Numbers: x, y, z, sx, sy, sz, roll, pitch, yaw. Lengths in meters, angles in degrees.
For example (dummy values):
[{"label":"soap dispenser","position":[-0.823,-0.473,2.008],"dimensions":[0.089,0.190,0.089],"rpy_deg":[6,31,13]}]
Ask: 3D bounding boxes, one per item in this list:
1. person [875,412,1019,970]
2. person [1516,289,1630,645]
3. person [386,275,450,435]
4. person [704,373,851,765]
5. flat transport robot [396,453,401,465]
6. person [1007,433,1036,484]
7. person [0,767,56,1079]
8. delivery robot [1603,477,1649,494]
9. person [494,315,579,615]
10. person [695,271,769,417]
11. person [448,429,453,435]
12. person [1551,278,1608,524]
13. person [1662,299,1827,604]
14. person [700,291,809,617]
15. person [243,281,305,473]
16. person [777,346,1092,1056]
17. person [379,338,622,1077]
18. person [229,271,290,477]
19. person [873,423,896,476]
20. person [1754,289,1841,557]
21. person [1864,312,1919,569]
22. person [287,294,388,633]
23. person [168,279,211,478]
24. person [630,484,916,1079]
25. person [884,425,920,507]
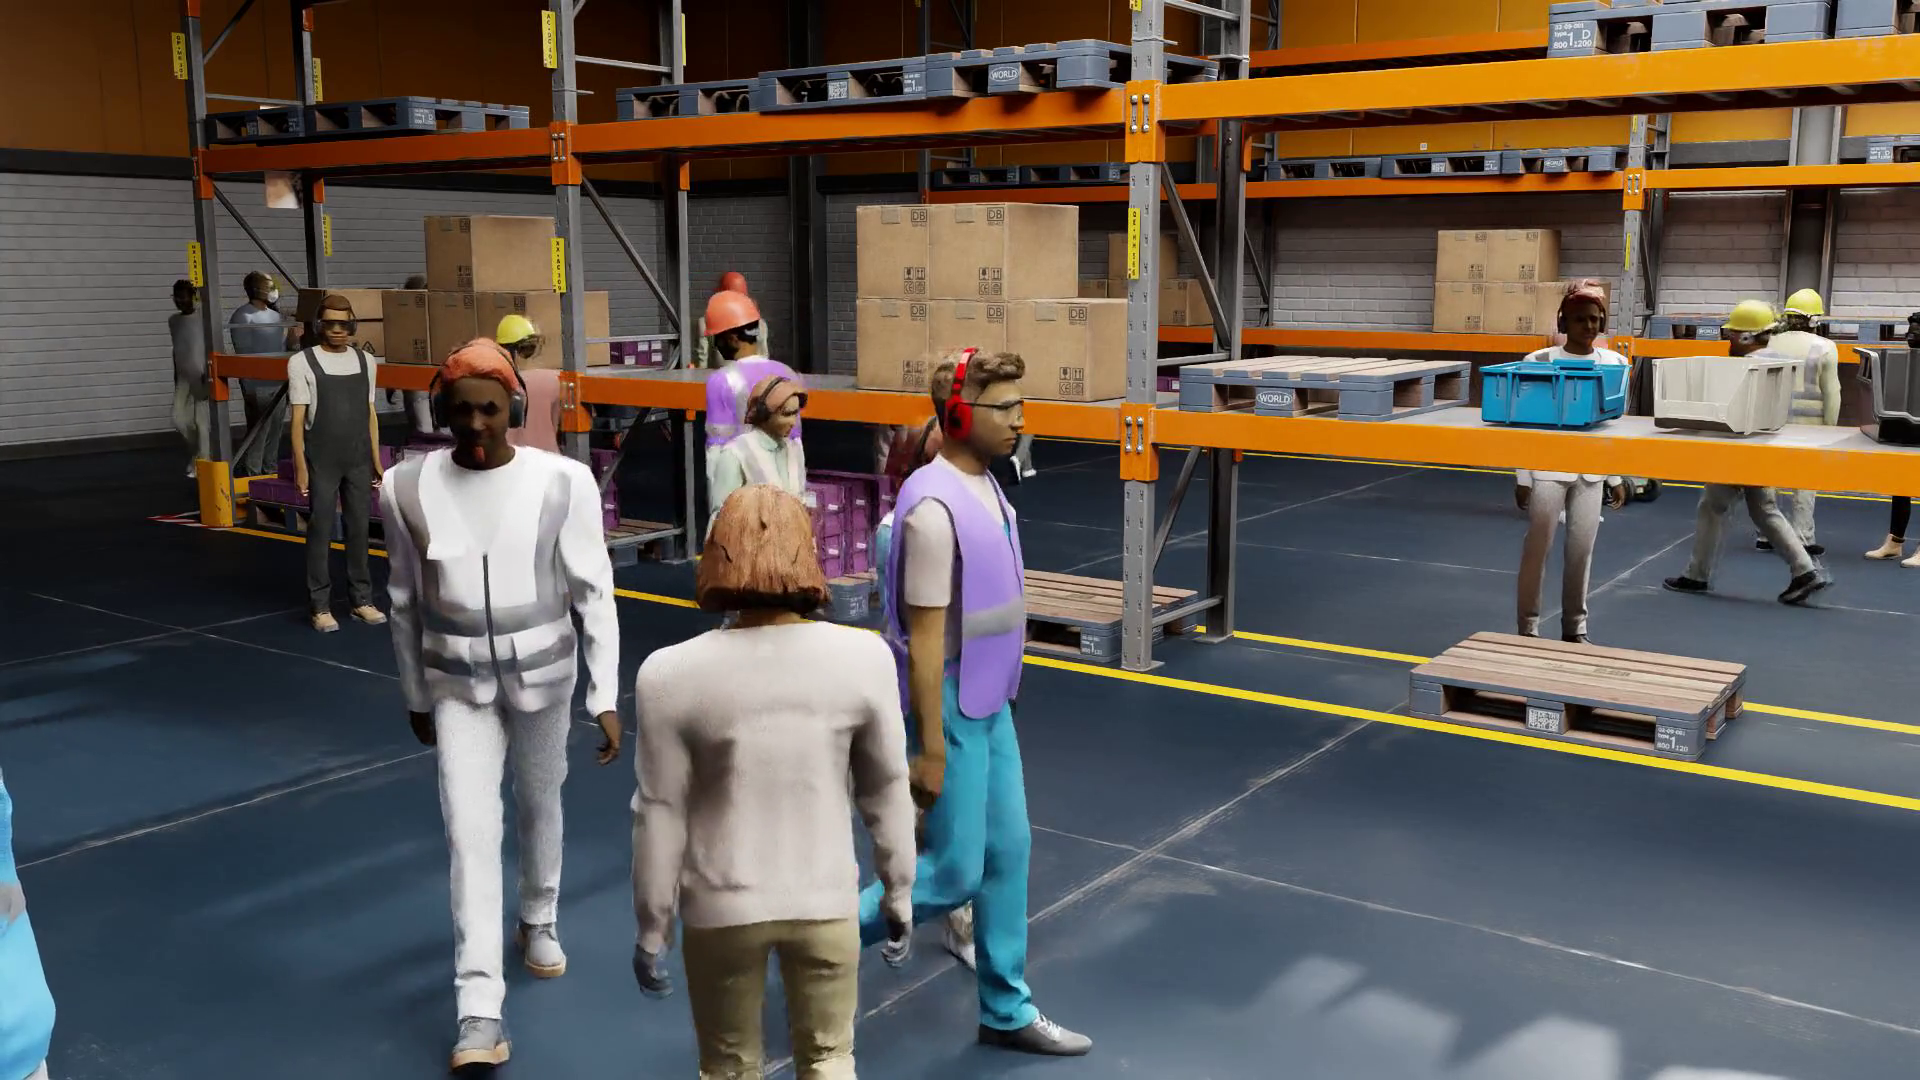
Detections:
[{"label":"person","position":[-0.068,0.415,4.844],"dimensions":[0.525,1.617,0.602],"rpy_deg":[-8,13,-41]},{"label":"person","position":[3.088,-0.322,8.426],"dimensions":[0.576,1.881,0.352],"rpy_deg":[-1,10,-5]},{"label":"person","position":[-4.455,-1.238,13.828],"dimensions":[0.642,1.889,0.949],"rpy_deg":[-5,11,-28]},{"label":"person","position":[-0.831,0.120,6.683],"dimensions":[0.902,1.584,0.545],"rpy_deg":[4,10,23]},{"label":"flat transport robot","position":[-5.161,-0.640,15.111],"dimensions":[0.652,0.197,1.431],"rpy_deg":[-3,10,-18]},{"label":"person","position":[0.573,-1.468,15.209],"dimensions":[0.599,1.902,0.856],"rpy_deg":[4,10,23]},{"label":"person","position":[-1.550,0.771,2.491],"dimensions":[0.534,1.694,0.321],"rpy_deg":[9,13,43]},{"label":"delivery robot","position":[5.437,-0.635,13.958],"dimensions":[0.477,0.478,0.707],"rpy_deg":[-8,12,-38]},{"label":"person","position":[-2.458,-0.417,9.501],"dimensions":[0.925,1.720,0.526],"rpy_deg":[7,12,35]},{"label":"person","position":[-1.867,-1.223,13.636],"dimensions":[0.648,1.956,0.939],"rpy_deg":[-2,10,-14]},{"label":"person","position":[-4.694,-1.571,15.995],"dimensions":[0.707,1.837,0.517],"rpy_deg":[2,10,12]},{"label":"person","position":[4.752,-1.035,12.660],"dimensions":[0.648,1.890,0.511],"rpy_deg":[-9,13,-42]},{"label":"person","position":[4.707,-0.521,9.849],"dimensions":[0.595,1.800,0.885],"rpy_deg":[-8,12,-39]},{"label":"person","position":[-0.882,-0.214,7.772],"dimensions":[0.828,1.897,0.580],"rpy_deg":[7,12,37]},{"label":"person","position":[-6.464,-1.543,15.788],"dimensions":[0.612,1.858,1.023],"rpy_deg":[1,10,9]},{"label":"person","position":[-0.058,0.427,4.155],"dimensions":[0.720,1.825,0.569],"rpy_deg":[2,10,13]},{"label":"person","position":[-1.192,0.393,4.363],"dimensions":[0.596,1.832,1.019],"rpy_deg":[-2,10,-9]},{"label":"person","position":[-5.796,-1.263,13.864],"dimensions":[0.372,1.940,0.630],"rpy_deg":[1,10,5]},{"label":"person","position":[-0.386,-1.081,12.979],"dimensions":[0.858,1.882,0.636],"rpy_deg":[7,12,38]},{"label":"person","position":[5.716,-0.793,11.380],"dimensions":[0.404,1.833,0.588],"rpy_deg":[-8,12,-38]},{"label":"person","position":[6.323,-0.663,11.008],"dimensions":[0.321,1.697,0.529],"rpy_deg":[-2,10,-12]},{"label":"person","position":[-3.408,-0.421,9.135],"dimensions":[0.329,1.842,0.509],"rpy_deg":[9,13,42]},{"label":"person","position":[-7.156,-1.492,15.497],"dimensions":[0.495,1.852,0.377],"rpy_deg":[2,10,11]},{"label":"person","position":[-0.325,0.709,3.074],"dimensions":[0.539,1.608,0.510],"rpy_deg":[-3,10,-18]},{"label":"person","position":[-0.372,-0.770,11.543],"dimensions":[0.832,1.731,0.551],"rpy_deg":[7,12,37]}]
